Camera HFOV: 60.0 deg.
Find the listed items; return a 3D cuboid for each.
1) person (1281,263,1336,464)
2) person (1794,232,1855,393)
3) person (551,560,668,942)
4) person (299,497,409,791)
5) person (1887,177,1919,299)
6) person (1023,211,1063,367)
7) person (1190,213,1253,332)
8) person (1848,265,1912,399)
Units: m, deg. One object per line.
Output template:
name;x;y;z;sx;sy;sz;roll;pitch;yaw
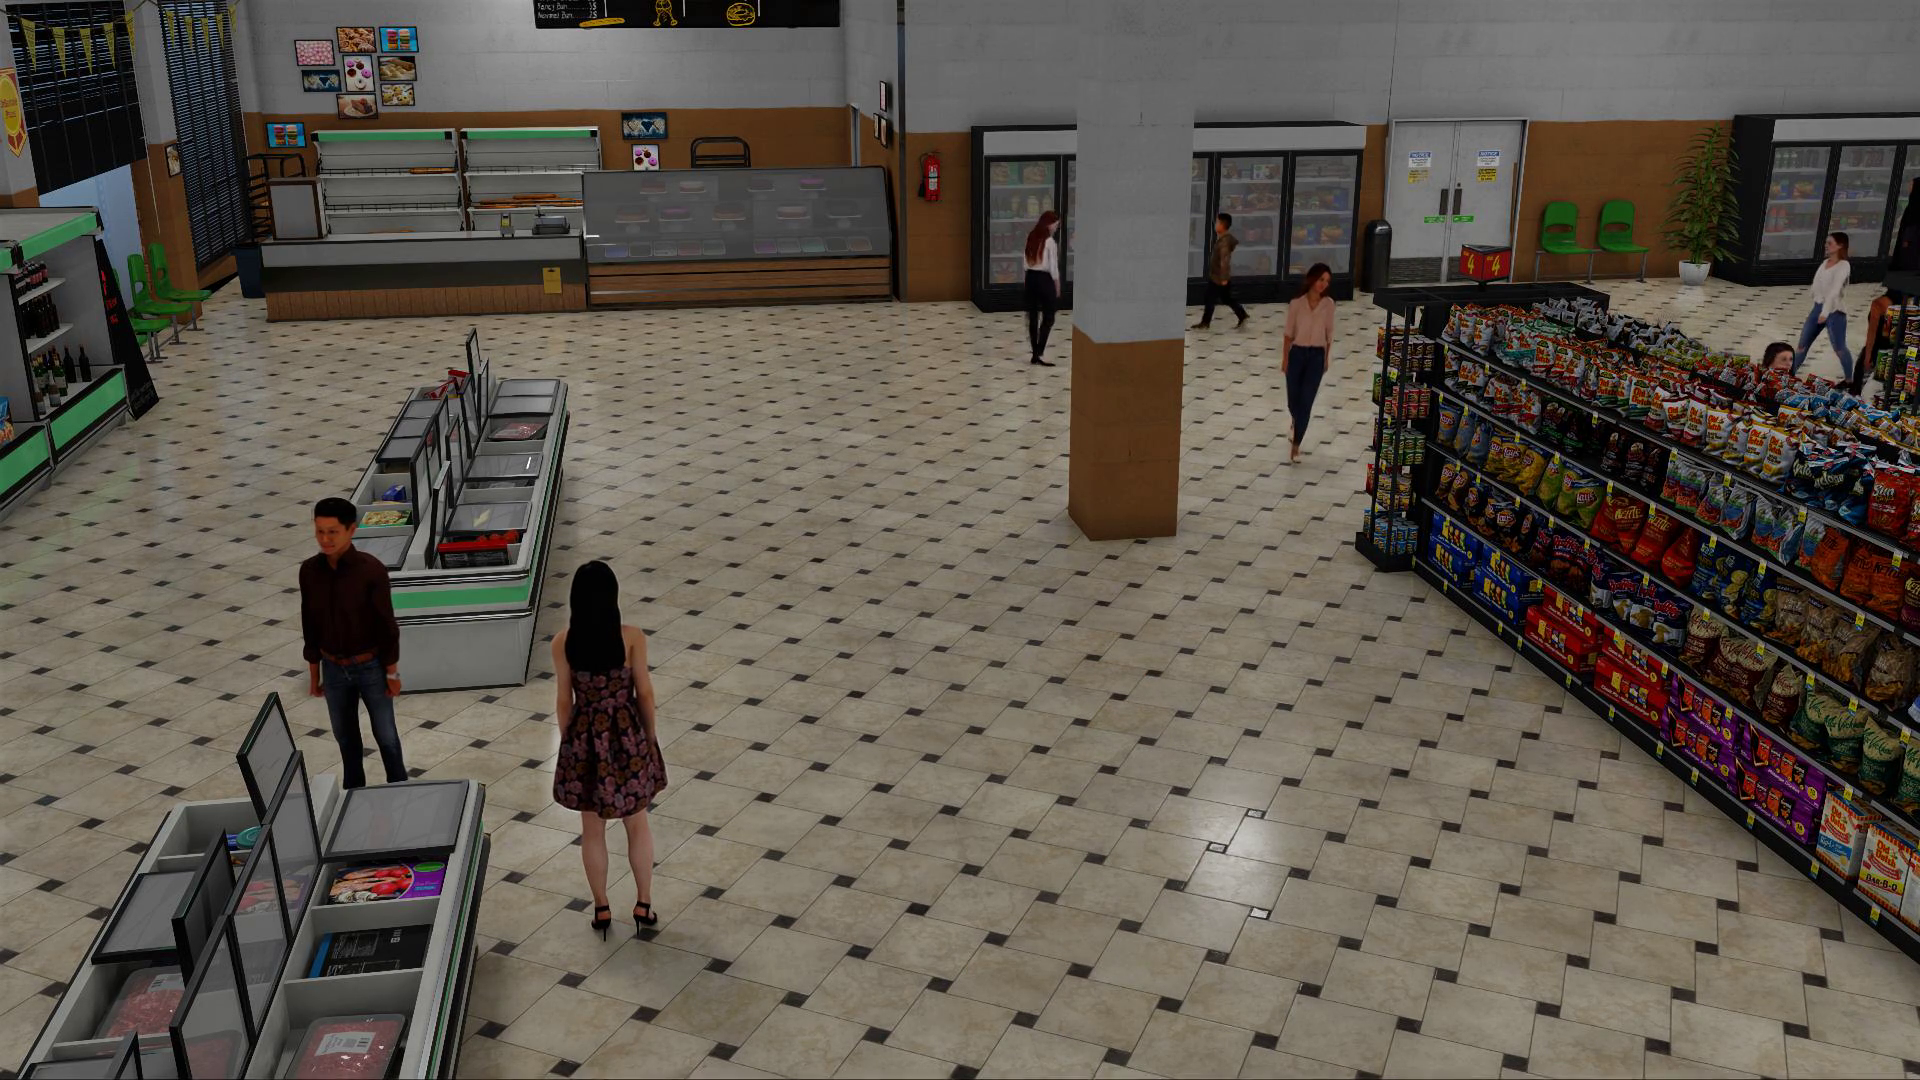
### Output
person;3.091;-1.603;14.908;0.849;1.747;1.202;5;19;14
person;9.012;-2.292;17.106;0.708;1.647;1.060;-2;19;-5
person;-1.557;0.931;7.349;0.645;1.774;0.641;-3;19;-10
person;-2.992;0.624;8.256;0.688;1.776;0.607;2;19;5
person;12.899;-4.103;22.530;0.781;1.614;0.726;14;23;35
person;0.862;-2.791;18.452;0.726;1.733;0.815;9;21;25
person;3.249;-3.239;20.246;0.880;1.435;0.989;4;19;13
person;8.610;-1.699;15.395;0.598;1.617;1.079;-3;19;-10
